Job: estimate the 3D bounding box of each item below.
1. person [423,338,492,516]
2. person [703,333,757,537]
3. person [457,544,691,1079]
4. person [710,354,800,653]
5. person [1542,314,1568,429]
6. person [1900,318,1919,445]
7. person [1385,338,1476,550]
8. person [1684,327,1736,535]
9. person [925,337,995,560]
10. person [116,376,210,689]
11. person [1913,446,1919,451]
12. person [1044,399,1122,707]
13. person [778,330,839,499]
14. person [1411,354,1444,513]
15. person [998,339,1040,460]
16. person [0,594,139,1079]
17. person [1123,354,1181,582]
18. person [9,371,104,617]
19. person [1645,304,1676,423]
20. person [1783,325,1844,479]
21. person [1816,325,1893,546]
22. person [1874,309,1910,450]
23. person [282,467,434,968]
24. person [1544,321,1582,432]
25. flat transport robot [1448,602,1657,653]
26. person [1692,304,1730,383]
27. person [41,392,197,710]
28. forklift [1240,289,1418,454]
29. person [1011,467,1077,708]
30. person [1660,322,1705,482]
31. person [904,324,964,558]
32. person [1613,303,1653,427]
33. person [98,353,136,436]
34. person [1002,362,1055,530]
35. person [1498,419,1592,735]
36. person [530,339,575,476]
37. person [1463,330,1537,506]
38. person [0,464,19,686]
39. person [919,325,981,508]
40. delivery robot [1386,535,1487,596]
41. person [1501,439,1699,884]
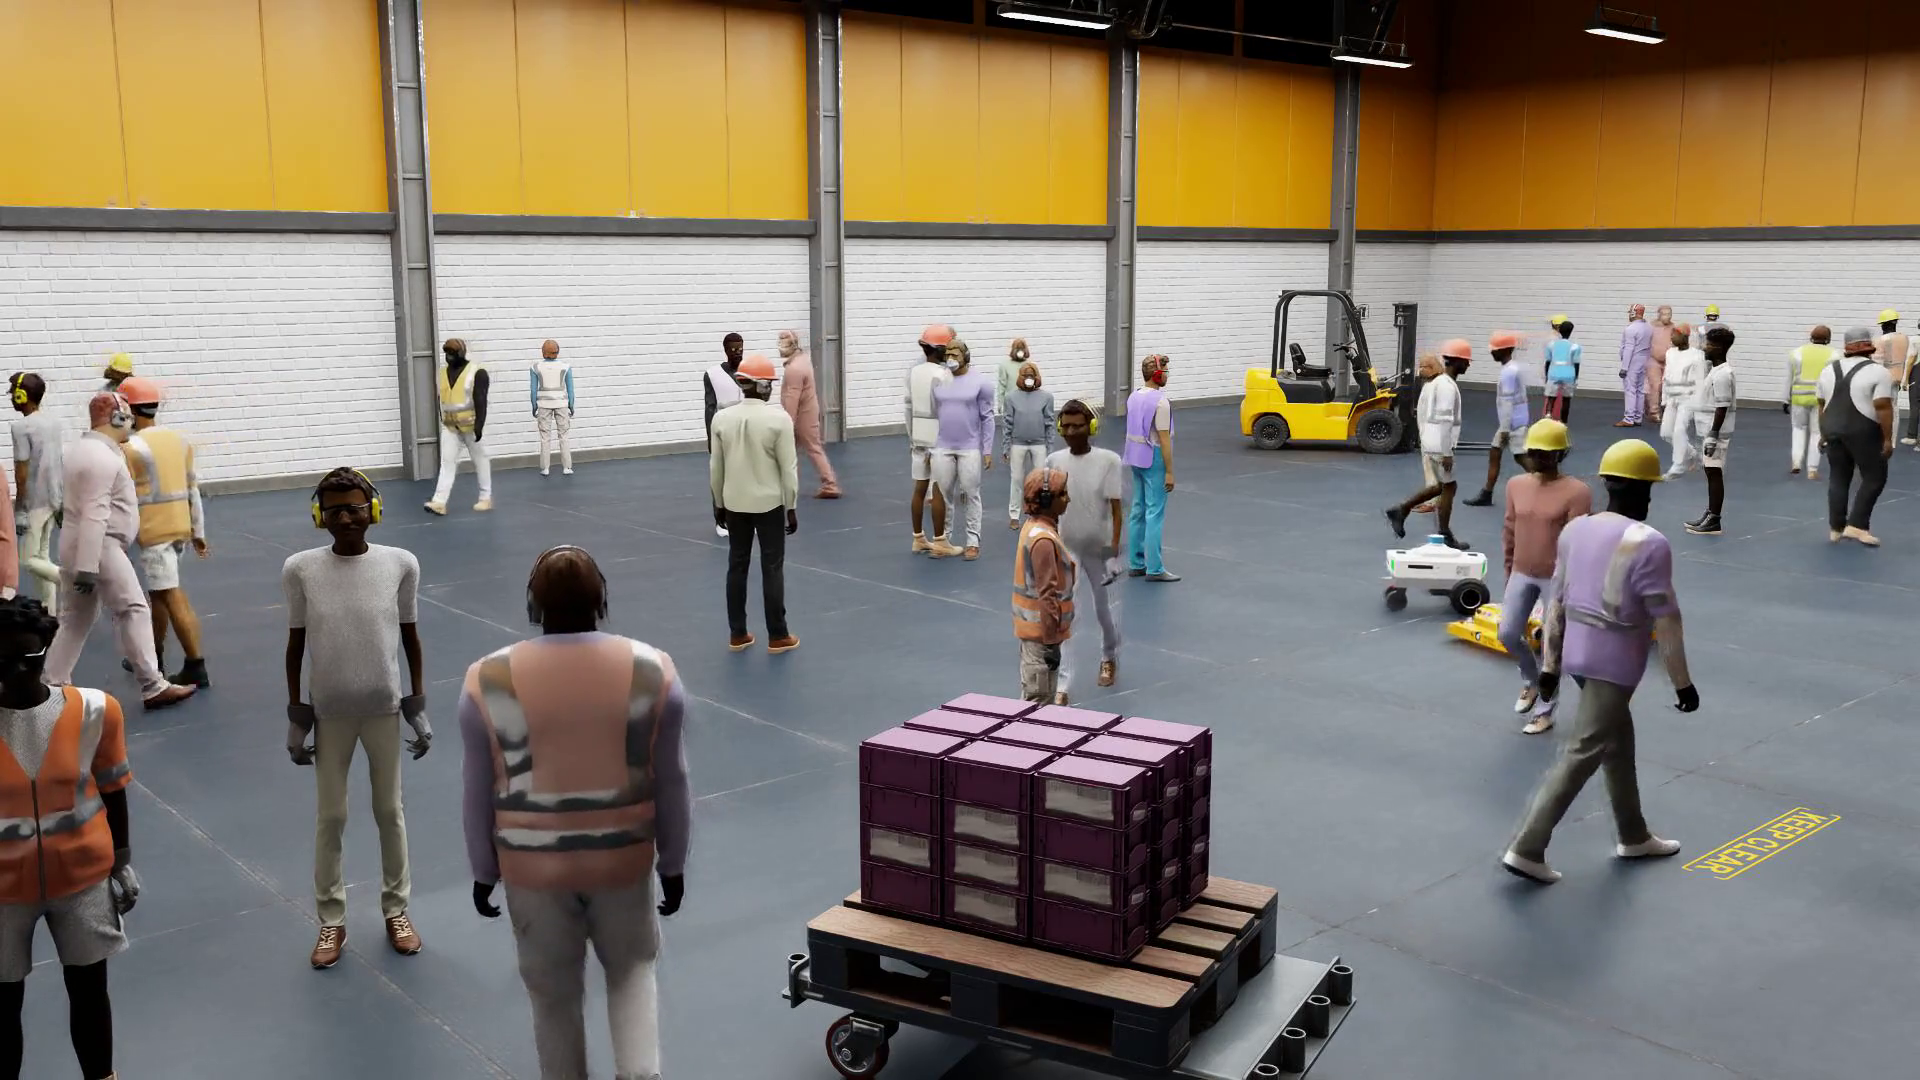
[{"bbox_3d":[-5.103,-1.146,16.947,0.641,1.789,0.950,3,10,17],"label":"person"},{"bbox_3d":[-2.140,-1.002,15.766,0.591,1.920,0.393,-7,12,-34],"label":"person"},{"bbox_3d":[-1.092,0.922,4.757,0.626,1.832,0.448,-3,10,-17],"label":"person"},{"bbox_3d":[-1.355,-0.239,11.083,0.614,1.990,0.392,3,10,19],"label":"person"},{"bbox_3d":[9.183,-2.569,25.430,0.503,1.755,0.538,6,11,30],"label":"person"},{"bbox_3d":[13.474,-2.248,23.280,0.506,1.842,0.342,0,10,2],"label":"person"},{"bbox_3d":[4.261,-0.862,14.971,0.664,1.911,0.579,2,10,13],"label":"person"},{"bbox_3d":[7.158,-1.033,15.805,0.367,1.966,0.607,4,10,21],"label":"person"},{"bbox_3d":[-0.014,-0.786,14.443,0.635,1.937,0.353,3,10,18],"label":"person"},{"bbox_3d":[-4.979,-0.043,10.188,0.882,1.900,0.557,2,10,13],"label":"person"},{"bbox_3d":[13.291,-2.106,22.417,0.646,1.862,0.608,0,10,-1],"label":"person"},{"bbox_3d":[0.749,0.059,9.889,0.511,1.812,1.005,3,10,17],"label":"person"},{"bbox_3d":[-1.781,-1.337,17.958,0.975,1.841,0.713,-1,10,-5],"label":"person"},{"bbox_3d":[4.806,-1.088,17.103,0.276,1.632,0.507,2,10,14],"label":"person"},{"bbox_3d":[0.747,-1.657,20.484,0.523,1.600,0.752,-1,10,-7],"label":"person"},{"bbox_3d":[-2.652,0.984,4.782,0.540,1.696,0.317,-7,12,-34],"label":"person"},{"bbox_3d":[1.542,-0.582,13.513,0.389,1.846,0.567,-5,11,-25],"label":"person"},{"bbox_3d":[-6.314,-0.243,11.514,0.623,1.851,0.529,0,10,0],"label":"person"},{"bbox_3d":[11.129,-2.820,26.530,0.654,1.888,0.690,-1,10,-6],"label":"person"},{"bbox_3d":[10.160,-1.642,19.779,0.661,1.824,0.484,6,12,33],"label":"person"},{"bbox_3d":[8.258,-0.989,15.332,0.610,2.000,0.760,-5,11,-26],"label":"person"},{"bbox_3d":[12.557,-2.163,22.554,0.585,1.920,0.373,-5,11,-26],"label":"person"},{"bbox_3d":[-2.248,0.653,6.224,0.521,1.869,0.328,-4,10,-21],"label":"person"},{"bbox_3d":[8.952,-2.422,24.771,0.539,1.677,0.611,6,11,29],"label":"person"},{"bbox_3d":[4.151,0.565,11.408,1.431,0.197,0.652,-3,10,-20],"label":"flat transport robot"},{"bbox_3d":[12.512,-3.012,27.779,0.588,1.834,0.403,1,10,8],"label":"person"},{"bbox_3d":[-4.899,0.092,9.547,0.936,1.859,0.668,-8,13,-40],"label":"person"},{"bbox_3d":[5.034,-2.339,22.783,2.313,2.155,1.214,3,10,16],"label":"forklift"},{"bbox_3d":[0.402,0.463,7.999,0.306,1.640,0.522,-1,10,-4],"label":"person"},{"bbox_3d":[8.495,-1.614,19.489,0.557,1.870,0.594,-3,10,-18],"label":"person"},{"bbox_3d":[-0.224,-0.869,14.620,0.397,2.043,0.609,-9,13,-42],"label":"person"},{"bbox_3d":[10.390,-2.691,25.689,0.643,1.909,0.410,-8,13,-40],"label":"person"},{"bbox_3d":[-7.971,-0.923,15.901,0.566,1.719,0.334,4,10,20],"label":"person"},{"bbox_3d":[0.661,-0.904,16.045,0.502,1.627,0.276,0,10,0],"label":"person"},{"bbox_3d":[3.225,0.201,9.193,0.409,1.757,0.525,-9,13,-42],"label":"person"},{"bbox_3d":[-4.893,-1.585,19.995,0.522,1.640,0.306,-2,10,-13],"label":"person"},{"bbox_3d":[5.830,-1.250,17.358,0.960,1.886,0.562,3,10,18],"label":"person"},{"bbox_3d":[-4.968,0.223,8.398,0.393,1.985,0.611,-9,13,-42],"label":"person"},{"bbox_3d":[-0.091,-1.319,17.655,0.661,1.901,0.929,5,11,28],"label":"person"},{"bbox_3d":[3.550,0.205,12.412,0.707,0.478,0.477,2,10,11],"label":"delivery robot"},{"bbox_3d":[2.707,0.511,7.032,0.973,1.884,0.590,-2,10,-14],"label":"person"}]
